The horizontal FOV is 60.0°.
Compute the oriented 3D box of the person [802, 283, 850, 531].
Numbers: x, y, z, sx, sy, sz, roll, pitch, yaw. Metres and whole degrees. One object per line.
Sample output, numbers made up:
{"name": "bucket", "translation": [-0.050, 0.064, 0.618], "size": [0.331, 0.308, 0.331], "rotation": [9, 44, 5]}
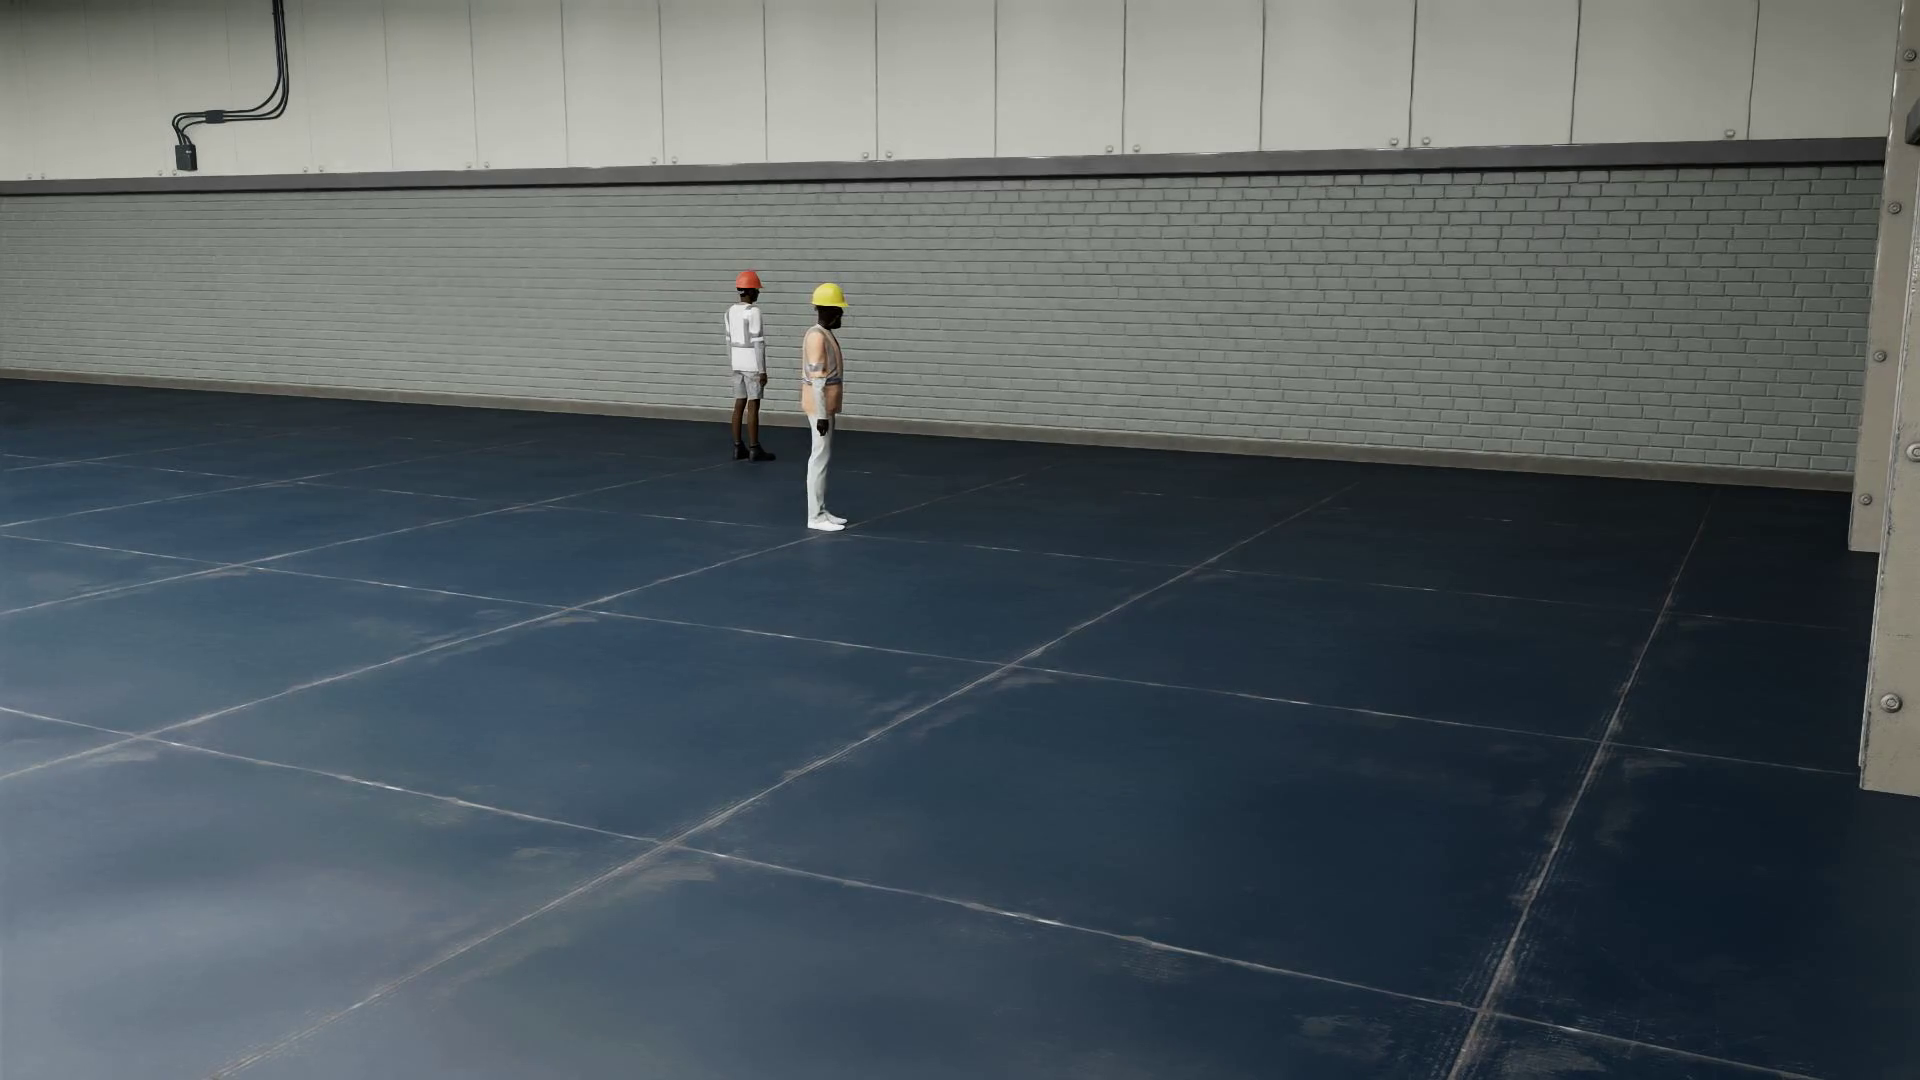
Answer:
{"name": "person", "translation": [-1.040, -1.037, 13.011], "size": [0.382, 1.924, 0.594], "rotation": [0, 10, 0]}

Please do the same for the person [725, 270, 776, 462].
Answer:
{"name": "person", "translation": [-2.150, -1.770, 16.975], "size": [0.361, 1.939, 0.542], "rotation": [-10, 14, -44]}
